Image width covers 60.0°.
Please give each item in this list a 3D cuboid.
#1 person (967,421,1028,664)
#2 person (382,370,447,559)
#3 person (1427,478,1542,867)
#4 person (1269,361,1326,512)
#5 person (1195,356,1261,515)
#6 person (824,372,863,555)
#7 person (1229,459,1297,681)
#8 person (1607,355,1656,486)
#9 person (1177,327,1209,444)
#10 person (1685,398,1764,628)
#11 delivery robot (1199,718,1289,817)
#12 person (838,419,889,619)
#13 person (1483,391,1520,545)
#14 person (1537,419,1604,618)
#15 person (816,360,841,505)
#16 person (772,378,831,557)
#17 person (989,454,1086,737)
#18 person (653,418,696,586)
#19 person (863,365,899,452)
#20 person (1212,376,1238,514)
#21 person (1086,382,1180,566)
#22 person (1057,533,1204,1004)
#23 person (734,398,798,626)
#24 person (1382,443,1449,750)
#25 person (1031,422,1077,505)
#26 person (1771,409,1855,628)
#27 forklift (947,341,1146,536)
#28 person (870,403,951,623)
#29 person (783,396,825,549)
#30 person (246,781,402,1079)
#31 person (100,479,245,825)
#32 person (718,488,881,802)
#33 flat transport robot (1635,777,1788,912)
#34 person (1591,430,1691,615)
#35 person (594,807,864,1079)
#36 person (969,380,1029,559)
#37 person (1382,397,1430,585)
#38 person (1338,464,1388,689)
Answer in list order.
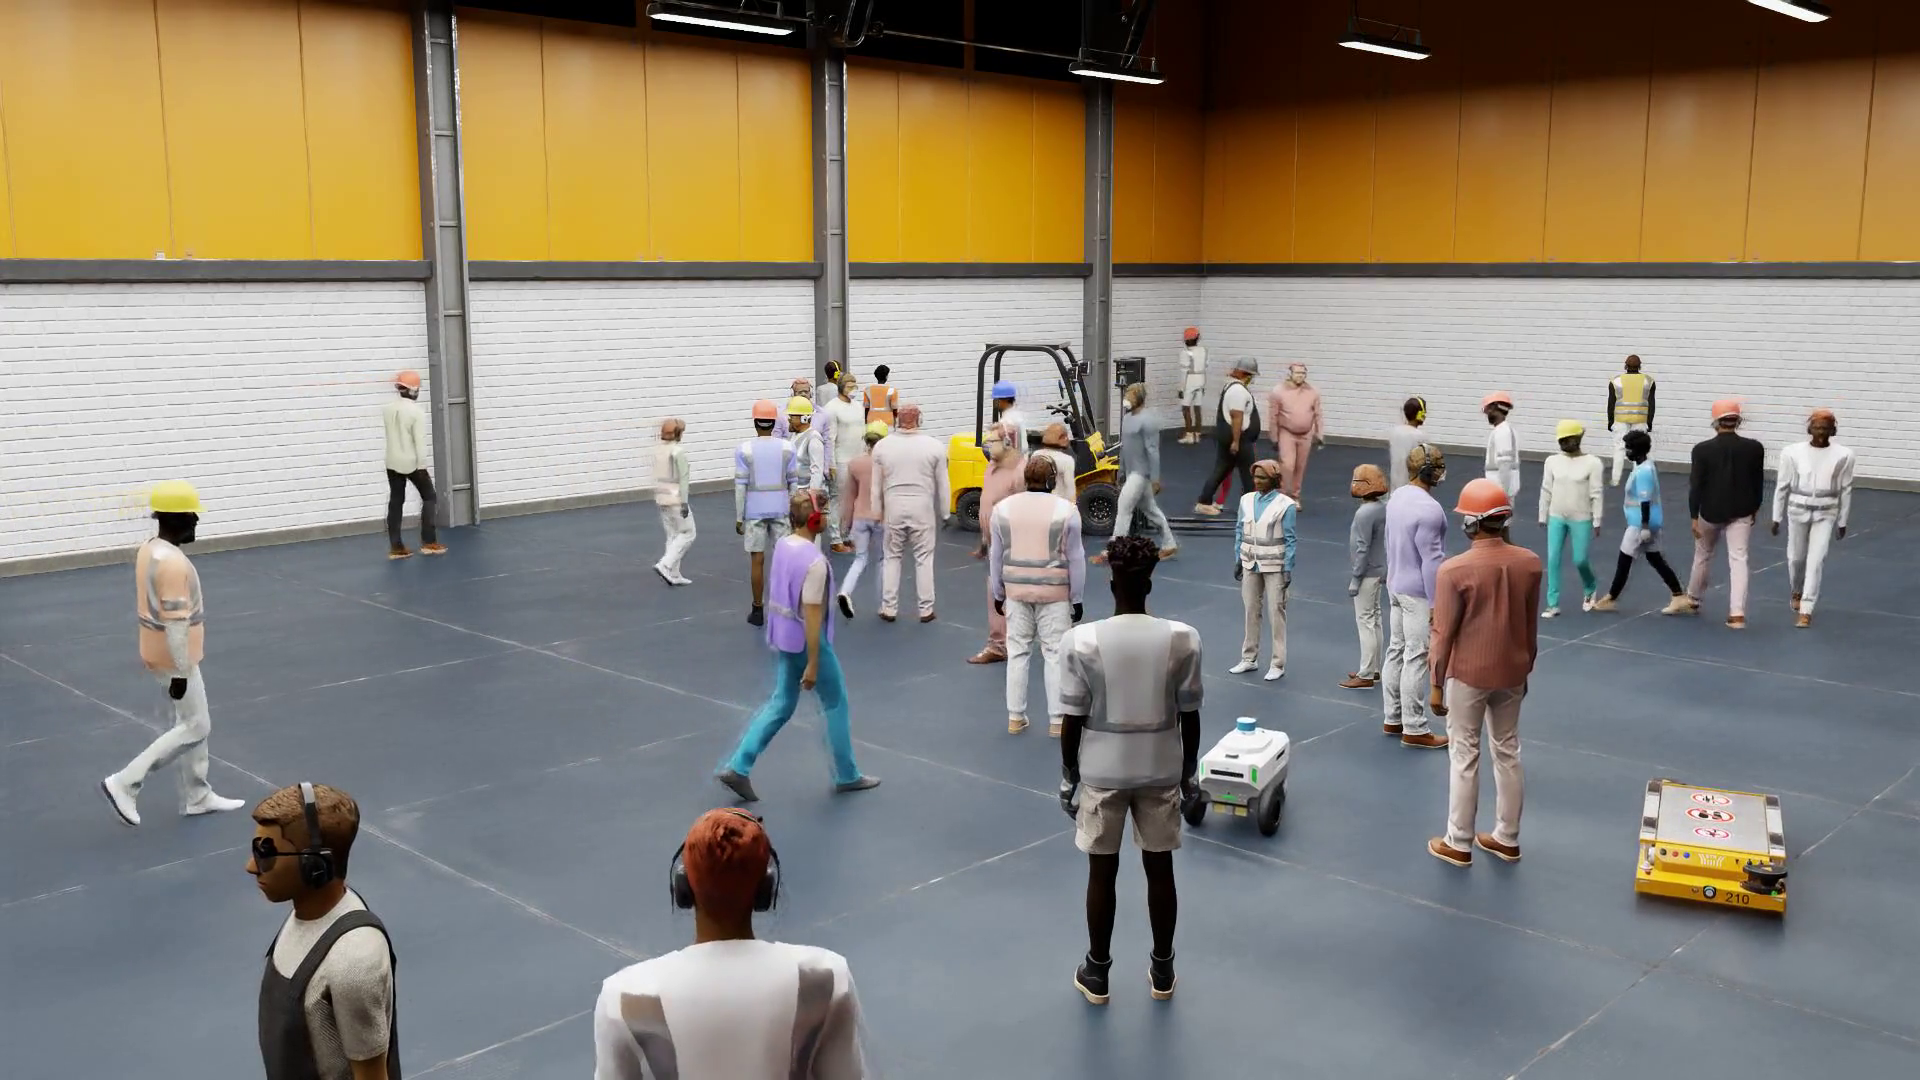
[{"bbox_3d":[0.438,0.004,12.929,0.819,1.876,0.662,-4,10,-21],"label":"person"},{"bbox_3d":[-5.784,-0.799,17.555,0.637,1.968,0.726,4,10,24],"label":"person"},{"bbox_3d":[2.646,0.678,8.453,0.617,1.990,0.399,-3,10,-18],"label":"person"},{"bbox_3d":[4.211,-1.262,20.620,0.652,1.889,0.687,-1,9,-8],"label":"person"},{"bbox_3d":[3.359,-1.303,20.417,0.932,2.000,0.707,-1,9,-7],"label":"person"},{"bbox_3d":[-1.222,-0.824,17.789,0.361,1.937,0.635,6,11,31],"label":"person"},{"bbox_3d":[2.258,0.215,12.339,0.306,1.637,0.523,-9,13,-43],"label":"person"},{"bbox_3d":[9.358,-1.662,23.222,0.626,1.846,0.429,3,10,17],"label":"person"},{"bbox_3d":[4.048,-2.656,28.787,0.662,2.018,0.398,-7,11,-35],"label":"person"},{"bbox_3d":[6.557,-0.243,14.262,0.624,1.938,1.045,2,9,11],"label":"person"},{"bbox_3d":[1.573,1.224,9.174,0.477,0.478,0.707,4,10,25],"label":"delivery robot"},{"bbox_3d":[-0.790,-0.165,14.367,0.529,1.736,0.714,4,10,24],"label":"person"},{"bbox_3d":[5.073,-0.439,15.634,0.363,1.885,0.711,3,10,18],"label":"person"},{"bbox_3d":[5.323,-0.190,14.516,0.550,1.742,0.532,8,12,41],"label":"person"},{"bbox_3d":[-1.615,-1.355,21.263,0.521,1.869,0.328,7,12,38],"label":"person"},{"bbox_3d":[-1.642,-0.735,17.343,0.642,1.909,0.410,-4,10,-21],"label":"person"},{"bbox_3d":[0.515,0.360,10.825,0.634,1.841,0.429,3,10,20],"label":"person"},{"bbox_3d":[-2.746,-0.353,15.837,0.397,1.617,0.533,-8,12,-41],"label":"person"},{"bbox_3d":[-1.106,-1.617,23.410,0.535,1.691,0.319,3,10,16],"label":"person"},{"bbox_3d":[3.341,-1.171,20.524,0.814,1.727,0.533,2,9,10],"label":"person"},{"bbox_3d":[1.822,-0.673,17.037,1.049,1.888,0.643,-2,10,-14],"label":"person"},{"bbox_3d":[0.697,0.944,6.865,0.607,1.966,0.367,-1,9,-5],"label":"person"},{"bbox_3d":[-1.656,-0.239,14.208,0.549,1.936,0.376,-3,10,-16],"label":"person"},{"bbox_3d":[2.906,0.353,10.577,0.372,1.940,0.631,-2,9,-9],"label":"person"},{"bbox_3d":[0.857,-0.285,15.434,0.527,1.619,0.385,8,12,41],"label":"person"},{"bbox_3d":[7.335,-0.214,14.323,0.599,1.857,0.867,5,11,29],"label":"person"},{"bbox_3d":[0.977,-1.223,19.452,2.313,2.155,1.214,2,9,11],"label":"forklift"},{"bbox_3d":[-0.419,-0.231,14.319,0.680,1.897,0.396,1,9,4],"label":"person"},{"bbox_3d":[-1.515,-0.452,15.830,0.404,1.833,0.589,-6,11,-31],"label":"person"},{"bbox_3d":[-1.515,1.472,3.998,0.346,1.846,0.506,-7,11,-36],"label":"person"},{"bbox_3d":[-4.319,0.621,9.037,0.643,1.910,0.589,-7,11,-35],"label":"person"},{"bbox_3d":[-0.922,0.602,9.464,0.918,1.812,0.573,-6,11,-33],"label":"person"},{"bbox_3d":[3.839,1.522,8.503,0.652,0.197,1.431,4,10,24],"label":"flat transport robot"},{"bbox_3d":[5.998,-0.143,14.525,0.855,1.645,0.541,4,10,24],"label":"person"},{"bbox_3d":[-0.492,1.518,3.632,0.604,1.869,0.486,-2,10,-13],"label":"person"},{"bbox_3d":[0.598,-0.704,17.186,0.961,1.909,0.612,2,9,11],"label":"person"},{"bbox_3d":[4.308,-0.470,16.031,1.011,1.814,0.535,-7,11,-35],"label":"person"},{"bbox_3d":[2.937,0.264,12.054,0.279,1.633,0.501,5,10,27],"label":"person"}]
